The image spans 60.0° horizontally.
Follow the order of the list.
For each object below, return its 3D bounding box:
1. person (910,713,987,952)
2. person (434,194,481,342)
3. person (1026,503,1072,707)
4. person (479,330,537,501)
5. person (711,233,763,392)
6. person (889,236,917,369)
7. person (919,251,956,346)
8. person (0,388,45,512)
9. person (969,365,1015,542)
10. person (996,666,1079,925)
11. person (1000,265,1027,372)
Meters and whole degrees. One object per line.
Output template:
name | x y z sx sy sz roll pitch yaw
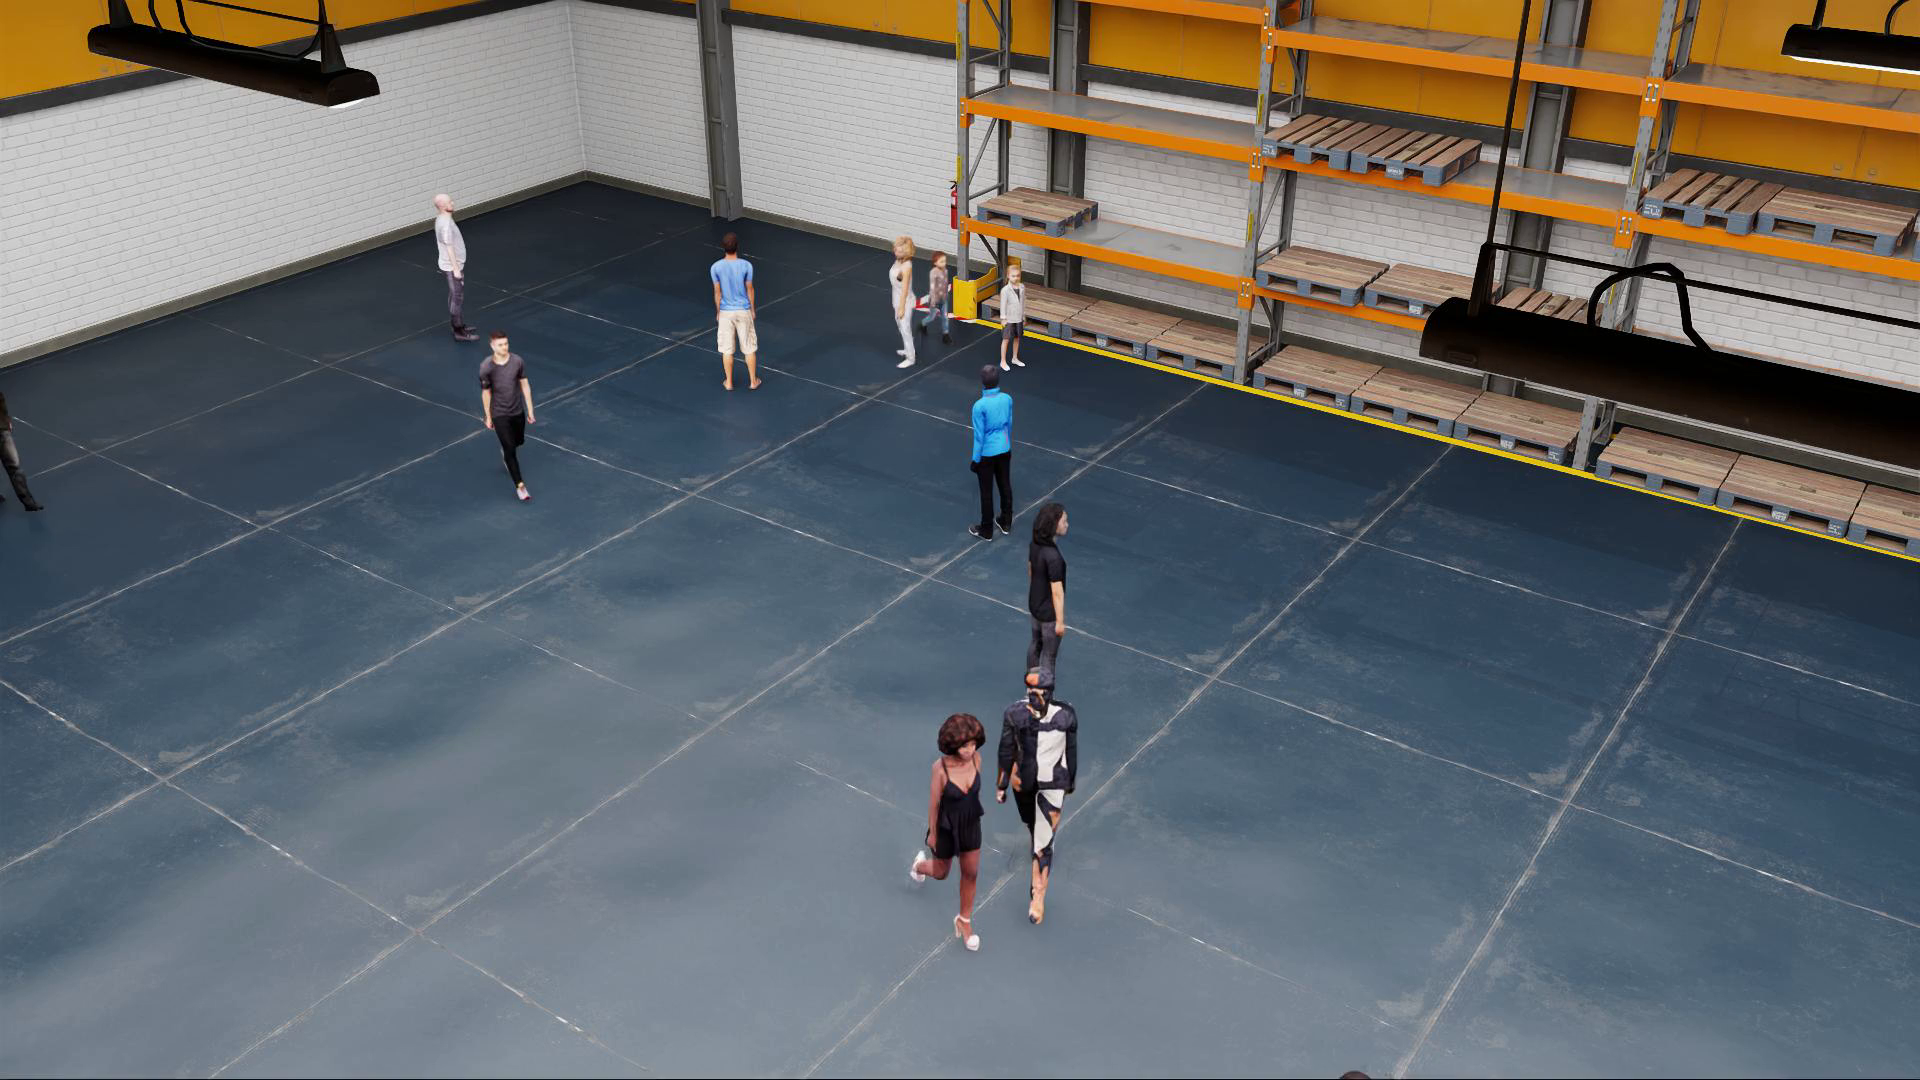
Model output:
person | -0.073 1.873 11.015 0.808 1.766 1.052 -16 32 -27
person | -6.291 -3.390 20.595 0.818 1.832 0.726 -9 30 -17
person | 0.688 0.527 13.411 0.764 1.834 0.652 -11 31 -20
person | -4.625 -1.323 16.909 0.898 1.734 1.210 -19 34 -31
person | -2.585 -2.629 19.166 0.723 1.864 0.799 -3 29 -5
person | -0.650 -2.840 19.774 0.829 1.652 0.771 1 29 2
person | -0.304 -3.003 20.568 0.606 1.179 0.858 -23 36 -36
person | -9.688 -1.100 16.472 1.162 1.759 0.749 16 33 27
person | 0.323 -0.842 15.958 0.684 1.799 0.659 -19 34 -31
person | 0.552 1.609 11.414 1.250 1.847 1.090 5 29 9
person | 0.633 -2.671 19.859 0.582 1.275 0.610 -18 33 -29
